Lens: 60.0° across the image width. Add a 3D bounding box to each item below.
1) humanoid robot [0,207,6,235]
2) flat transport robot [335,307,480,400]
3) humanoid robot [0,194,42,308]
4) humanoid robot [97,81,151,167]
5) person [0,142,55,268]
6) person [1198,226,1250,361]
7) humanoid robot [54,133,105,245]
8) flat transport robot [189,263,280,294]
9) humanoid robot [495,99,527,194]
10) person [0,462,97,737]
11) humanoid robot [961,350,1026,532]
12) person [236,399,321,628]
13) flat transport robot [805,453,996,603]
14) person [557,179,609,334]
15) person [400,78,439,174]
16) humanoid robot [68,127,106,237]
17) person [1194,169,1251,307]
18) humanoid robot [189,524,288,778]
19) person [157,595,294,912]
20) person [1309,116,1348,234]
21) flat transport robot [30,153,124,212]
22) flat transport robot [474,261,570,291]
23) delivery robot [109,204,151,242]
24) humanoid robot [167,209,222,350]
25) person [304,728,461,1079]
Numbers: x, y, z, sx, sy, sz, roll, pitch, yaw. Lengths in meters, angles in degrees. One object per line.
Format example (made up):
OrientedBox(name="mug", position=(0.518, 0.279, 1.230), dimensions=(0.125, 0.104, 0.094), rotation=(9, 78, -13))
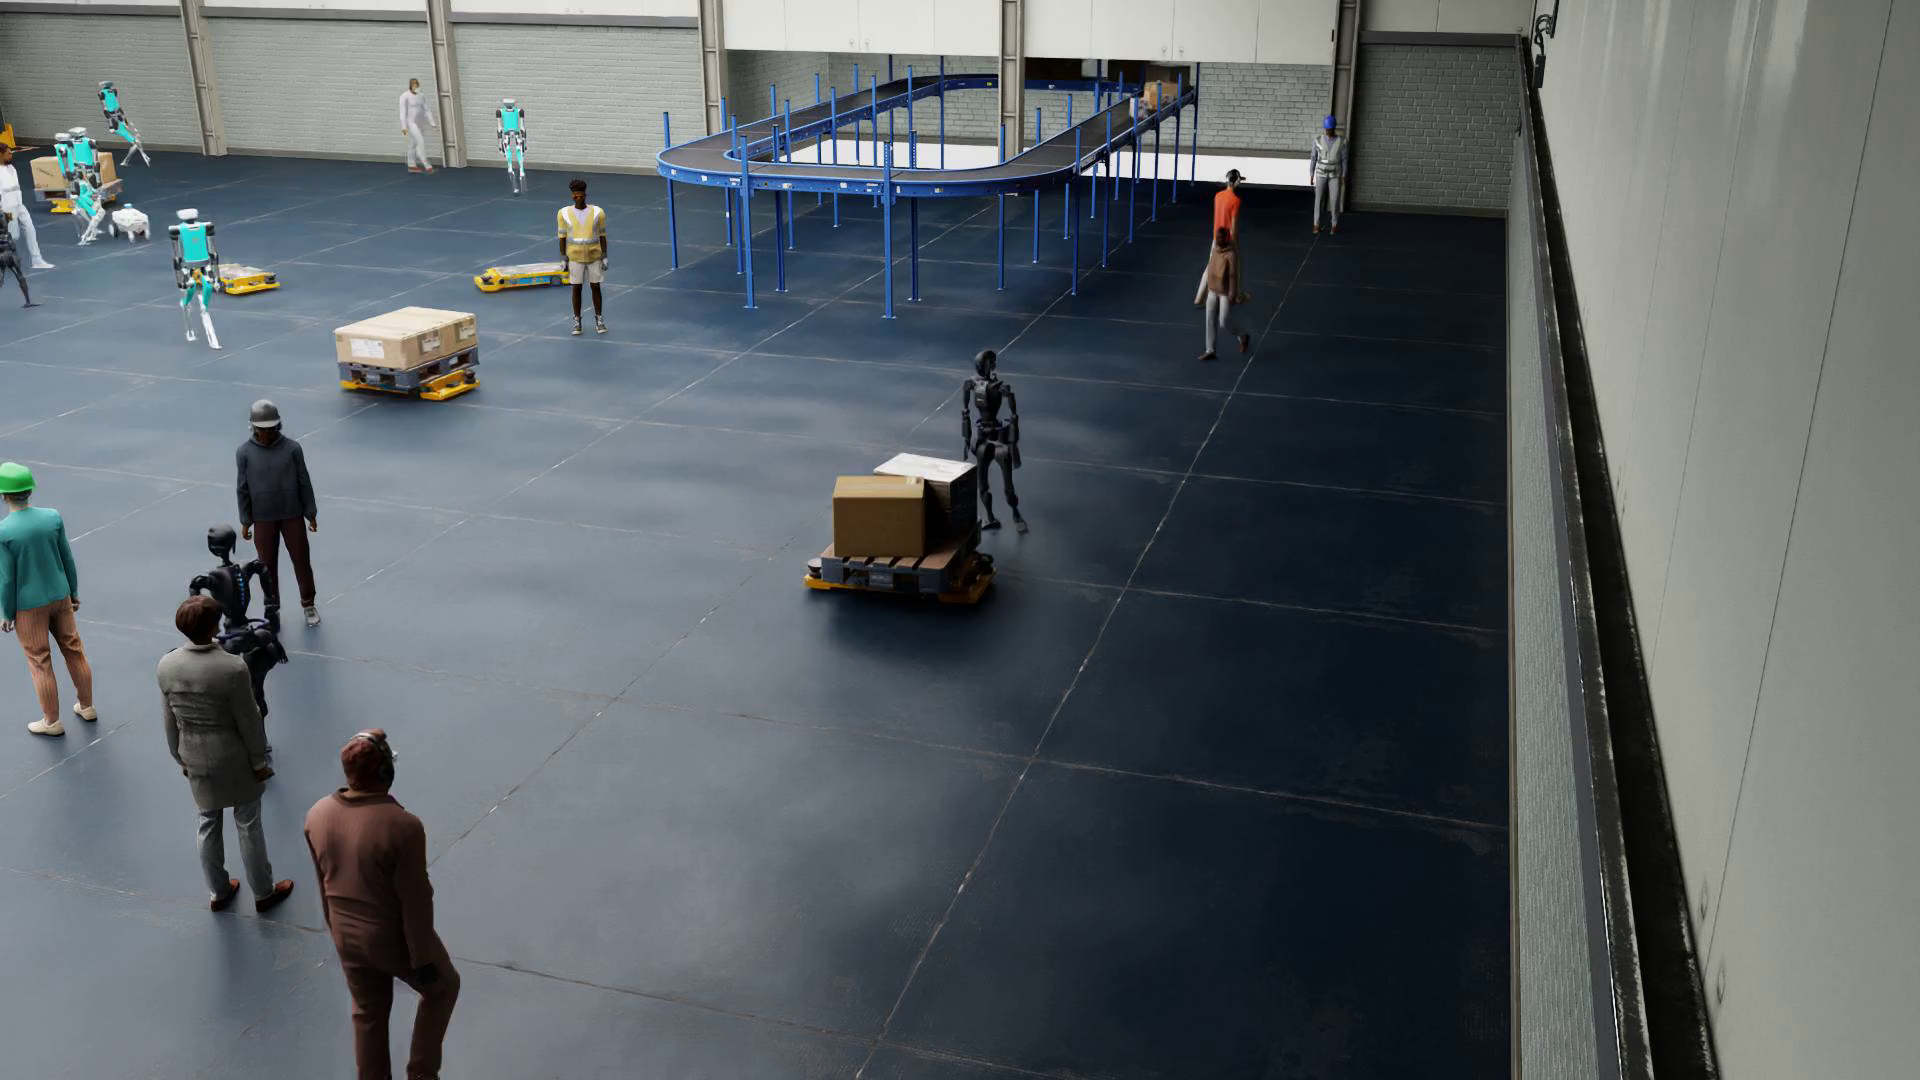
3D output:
OrientedBox(name="humanoid robot", position=(-15.340, -5.513, 26.529), dimensions=(0.584, 1.638, 0.625), rotation=(1, 21, 3))
OrientedBox(name="flat transport robot", position=(-6.243, -1.825, 18.910), dimensions=(1.431, 0.231, 0.659), rotation=(9, 23, 22))
OrientedBox(name="humanoid robot", position=(-12.940, -3.893, 22.404), dimensions=(0.588, 1.653, 0.762), rotation=(16, 26, 36))
OrientedBox(name="humanoid robot", position=(-17.219, -8.602, 34.478), dimensions=(0.961, 1.773, 0.556), rotation=(3, 21, 7))
OrientedBox(name="person", position=(-14.178, -4.979, 24.859), dimensions=(0.802, 1.873, 0.602), rotation=(1, 21, 4))
OrientedBox(name="person", position=(3.189, -2.967, 19.975), dimensions=(0.605, 1.632, 0.468), rotation=(-13, 25, -31))
OrientedBox(name="humanoid robot", position=(-14.087, -5.657, 26.794), dimensions=(0.668, 1.785, 0.537), rotation=(-11, 24, -26))
OrientedBox(name="flat transport robot", position=(-10.475, -3.766, 23.945), dimensions=(1.431, 0.231, 0.659), rotation=(17, 27, 37))
OrientedBox(name="humanoid robot", position=(-8.336, -7.280, 31.116), dimensions=(0.538, 1.850, 0.763), rotation=(-8, 22, -19))
OrientedBox(name="person", position=(-6.051, 0.389, 10.938), dimensions=(0.345, 1.874, 0.524), rotation=(13, 24, 30))
OrientedBox(name="humanoid robot", position=(0.320, -0.870, 14.476), dimensions=(0.604, 1.640, 0.451), rotation=(13, 24, 30))
OrientedBox(name="person", position=(-5.142, -0.196, 12.551), dimensions=(0.550, 1.806, 0.380), rotation=(-8, 23, -20))
OrientedBox(name="flat transport robot", position=(-0.476, 0.253, 13.521), dimensions=(1.431, 0.231, 0.659), rotation=(6, 22, 14))
OrientedBox(name="person", position=(-4.783, -3.604, 21.169), dimensions=(0.613, 1.963, 0.361), rotation=(-6, 22, -15))
OrientedBox(name="person", position=(-10.902, -8.356, 33.588), dimensions=(0.967, 1.881, 0.659), rotation=(8, 23, 21))
OrientedBox(name="humanoid robot", position=(-14.375, -5.808, 27.165), dimensions=(0.540, 1.773, 0.703), rotation=(6, 22, 15))
OrientedBox(name="person", position=(3.597, -4.096, 22.587), dimensions=(0.975, 1.871, 0.501), rotation=(-17, 27, -37))
OrientedBox(name="humanoid robot", position=(-4.563, 0.681, 10.456), dimensions=(0.491, 1.648, 0.612), rotation=(15, 26, 33))
OrientedBox(name="person", position=(-3.990, 1.162, 8.995), dimensions=(0.515, 1.829, 0.360), rotation=(1, 21, 3))
OrientedBox(name="person", position=(6.097, -6.048, 27.562), dimensions=(0.614, 1.934, 0.414), rotation=(6, 22, 14))
OrientedBox(name="flat transport robot", position=(-15.853, -6.118, 30.046), dimensions=(0.659, 0.231, 1.431), rotation=(-3, 21, -8))
OrientedBox(name="flat transport robot", position=(-6.244, -3.817, 24.077), dimensions=(1.431, 0.231, 0.659), rotation=(-10, 23, -24))
OrientedBox(name="delivery robot", position=(-13.614, -5.202, 27.296), dimensions=(0.816, 0.612, 0.499), rotation=(20, 28, 41))
OrientedBox(name="humanoid robot", position=(-9.530, -3.232, 20.650), dimensions=(0.534, 1.832, 0.934), rotation=(-18, 27, -38))
OrientedBox(name="person", position=(-2.569, 1.753, 7.399), dimensions=(0.662, 1.875, 0.497), rotation=(8, 23, 21))
